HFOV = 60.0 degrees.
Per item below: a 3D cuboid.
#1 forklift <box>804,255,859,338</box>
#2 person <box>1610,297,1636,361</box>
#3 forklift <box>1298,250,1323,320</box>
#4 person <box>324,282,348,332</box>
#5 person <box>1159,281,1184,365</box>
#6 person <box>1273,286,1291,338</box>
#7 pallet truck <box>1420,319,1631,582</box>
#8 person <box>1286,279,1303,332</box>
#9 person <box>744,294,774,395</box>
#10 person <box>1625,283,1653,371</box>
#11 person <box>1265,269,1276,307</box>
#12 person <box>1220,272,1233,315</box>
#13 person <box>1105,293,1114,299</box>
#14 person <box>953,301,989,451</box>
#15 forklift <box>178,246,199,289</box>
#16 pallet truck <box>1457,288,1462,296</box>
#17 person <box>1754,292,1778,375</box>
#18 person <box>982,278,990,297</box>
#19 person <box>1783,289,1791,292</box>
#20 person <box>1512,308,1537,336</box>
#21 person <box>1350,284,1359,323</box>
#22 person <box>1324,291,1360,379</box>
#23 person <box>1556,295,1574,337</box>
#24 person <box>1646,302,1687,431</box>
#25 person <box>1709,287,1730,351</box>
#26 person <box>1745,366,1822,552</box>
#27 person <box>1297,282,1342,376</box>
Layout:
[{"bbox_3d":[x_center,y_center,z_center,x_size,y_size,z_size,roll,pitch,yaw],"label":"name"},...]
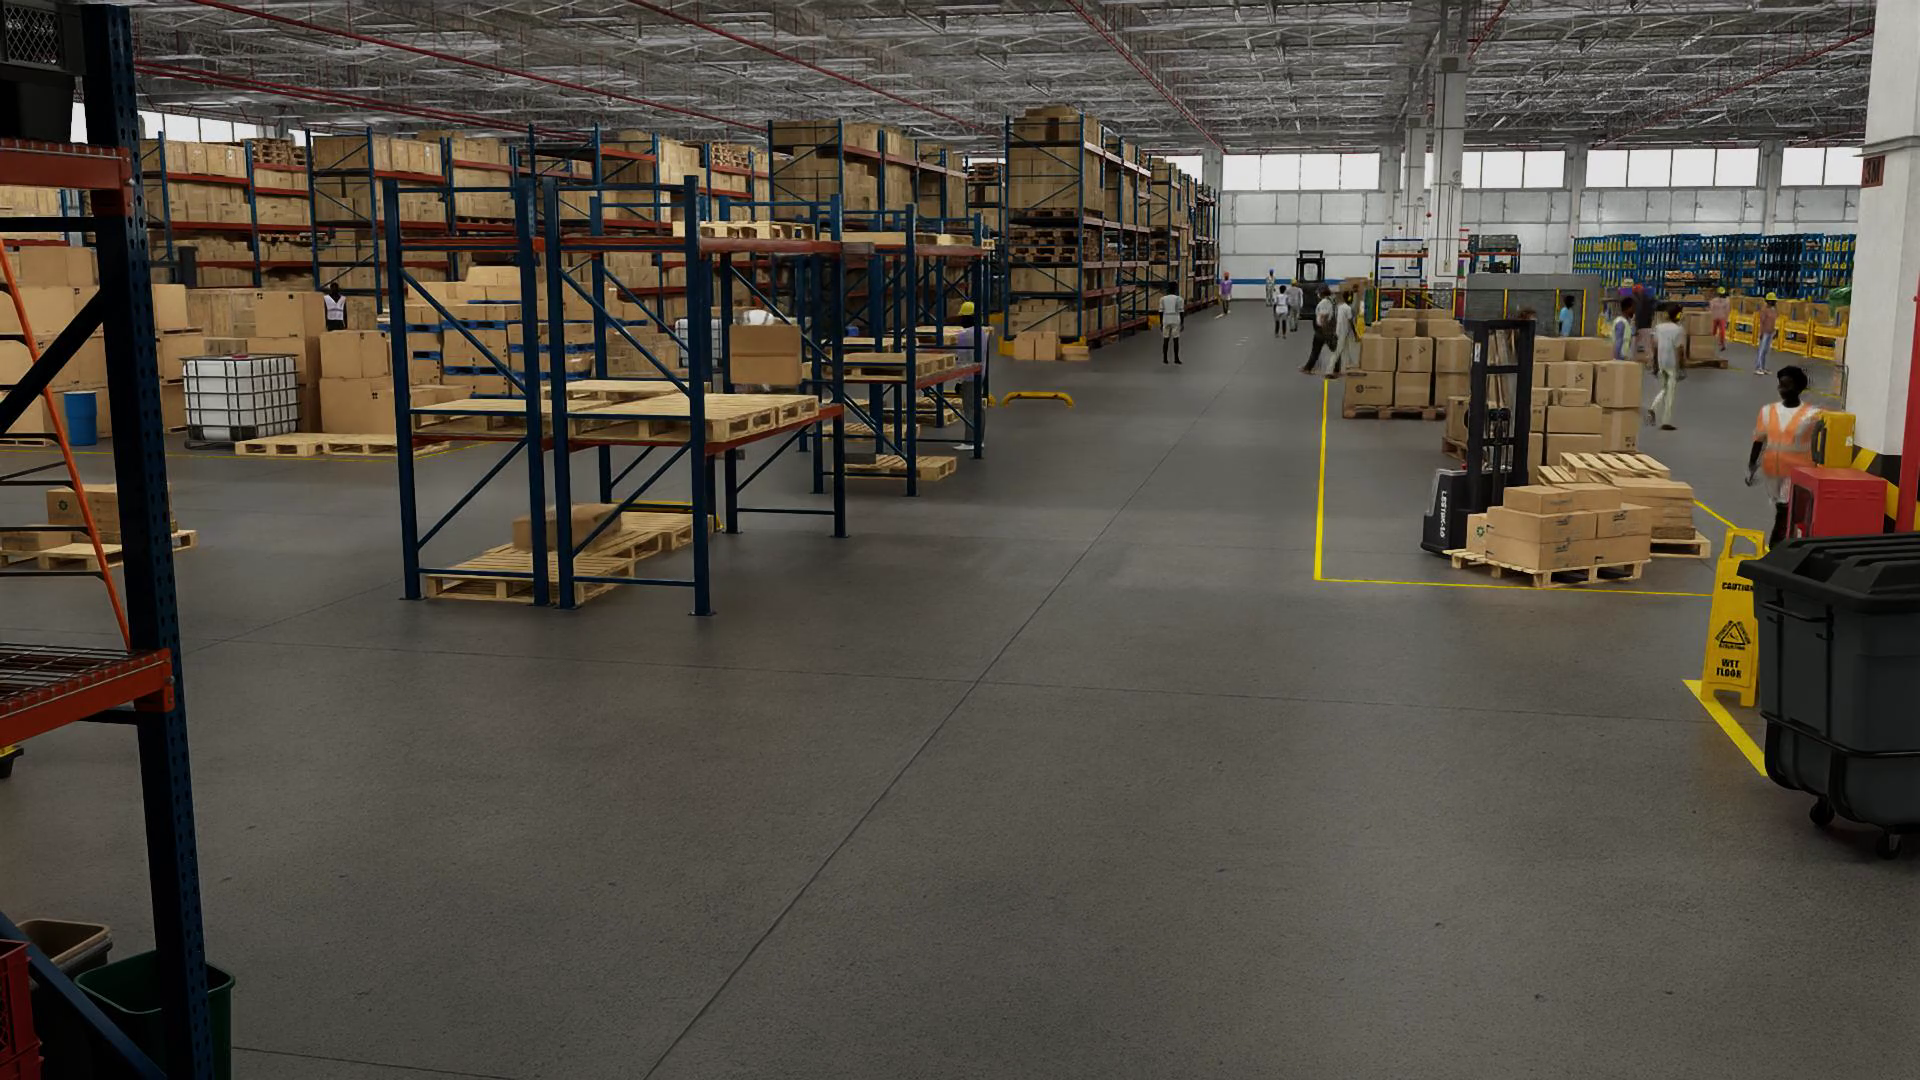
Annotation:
[{"bbox_3d":[-2.770,-4.632,33.634,1.129,2.768,1.873,2,10,12],"label":"forklift"},{"bbox_3d":[10.352,-2.907,26.376,0.767,1.893,0.609,5,11,26],"label":"person"},{"bbox_3d":[13.778,-10.002,65.433,1.129,2.768,1.873,2,10,12],"label":"forklift"},{"bbox_3d":[-15.413,-5.397,41.051,0.591,1.910,0.387,-8,12,-38],"label":"person"},{"bbox_3d":[4.980,-5.095,39.075,0.616,1.963,0.361,4,11,24],"label":"person"},{"bbox_3d":[10.100,-7.149,52.178,0.546,1.651,0.883,1,10,4],"label":"person"},{"bbox_3d":[4.543,-0.757,13.299,0.823,1.965,1.885,-4,10,-22],"label":"pallet truck"},{"bbox_3d":[11.360,-7.962,56.632,0.610,1.810,0.789,1,10,5],"label":"person"},{"bbox_3d":[-3.630,-3.504,29.964,0.594,1.864,0.711,2,10,9],"label":"person"},{"bbox_3d":[15.054,-4.721,36.978,0.983,1.924,0.665,4,10,21],"label":"person"},{"bbox_3d":[16.258,-13.185,87.058,0.603,1.942,0.399,-5,11,-26],"label":"person"},{"bbox_3d":[11.928,-11.055,74.484,0.561,1.927,0.522,2,10,12],"label":"person"},{"bbox_3d":[7.264,-12.190,81.477,0.619,1.840,0.430,-2,10,-10],"label":"person"},{"bbox_3d":[0.134,-2.121,21.574,0.364,1.930,0.588,6,11,33],"label":"person"},{"bbox_3d":[-21.095,-6.659,45.635,1.873,2.768,1.129,-6,11,-32],"label":"forklift"},{"bbox_3d":[20.506,-9.785,68.819,0.653,1.274,1.630,2,10,12],"label":"pallet truck"},{"bbox_3d":[17.371,-4.434,35.756,0.531,1.767,0.328,-7,12,-34],"label":"person"},{"bbox_3d":[1.340,-12.497,83.128,0.568,1.884,1.008,1,10,4],"label":"person"},{"bbox_3d":[43.990,-13.368,88.466,0.386,1.833,0.568,-5,11,-25],"label":"person"},{"bbox_3d":[7.605,-2.269,22.785,0.792,1.827,0.518,9,13,41],"label":"person"},{"bbox_3d":[13.727,-8.139,58.176,0.783,1.606,0.501,3,10,19],"label":"person"},{"bbox_3d":[7.978,-4.216,34.312,1.008,1.821,0.495,-1,10,-5],"label":"person"},{"bbox_3d":[13.857,-4.840,38.466,0.750,1.660,0.535,6,11,30],"label":"person"},{"bbox_3d":[10.255,-2.499,24.034,0.422,1.860,0.507,-4,11,-24],"label":"person"},{"bbox_3d":[20.462,-5.940,44.823,0.526,1.722,0.901,3,10,18],"label":"person"},{"bbox_3d":[6.506,-0.545,13.077,0.880,1.648,0.542,-6,11,-33],"label":"person"},{"bbox_3d":[7.688,-4.498,35.326,1.033,2.000,0.704,9,13,42],"label":"person"}]
